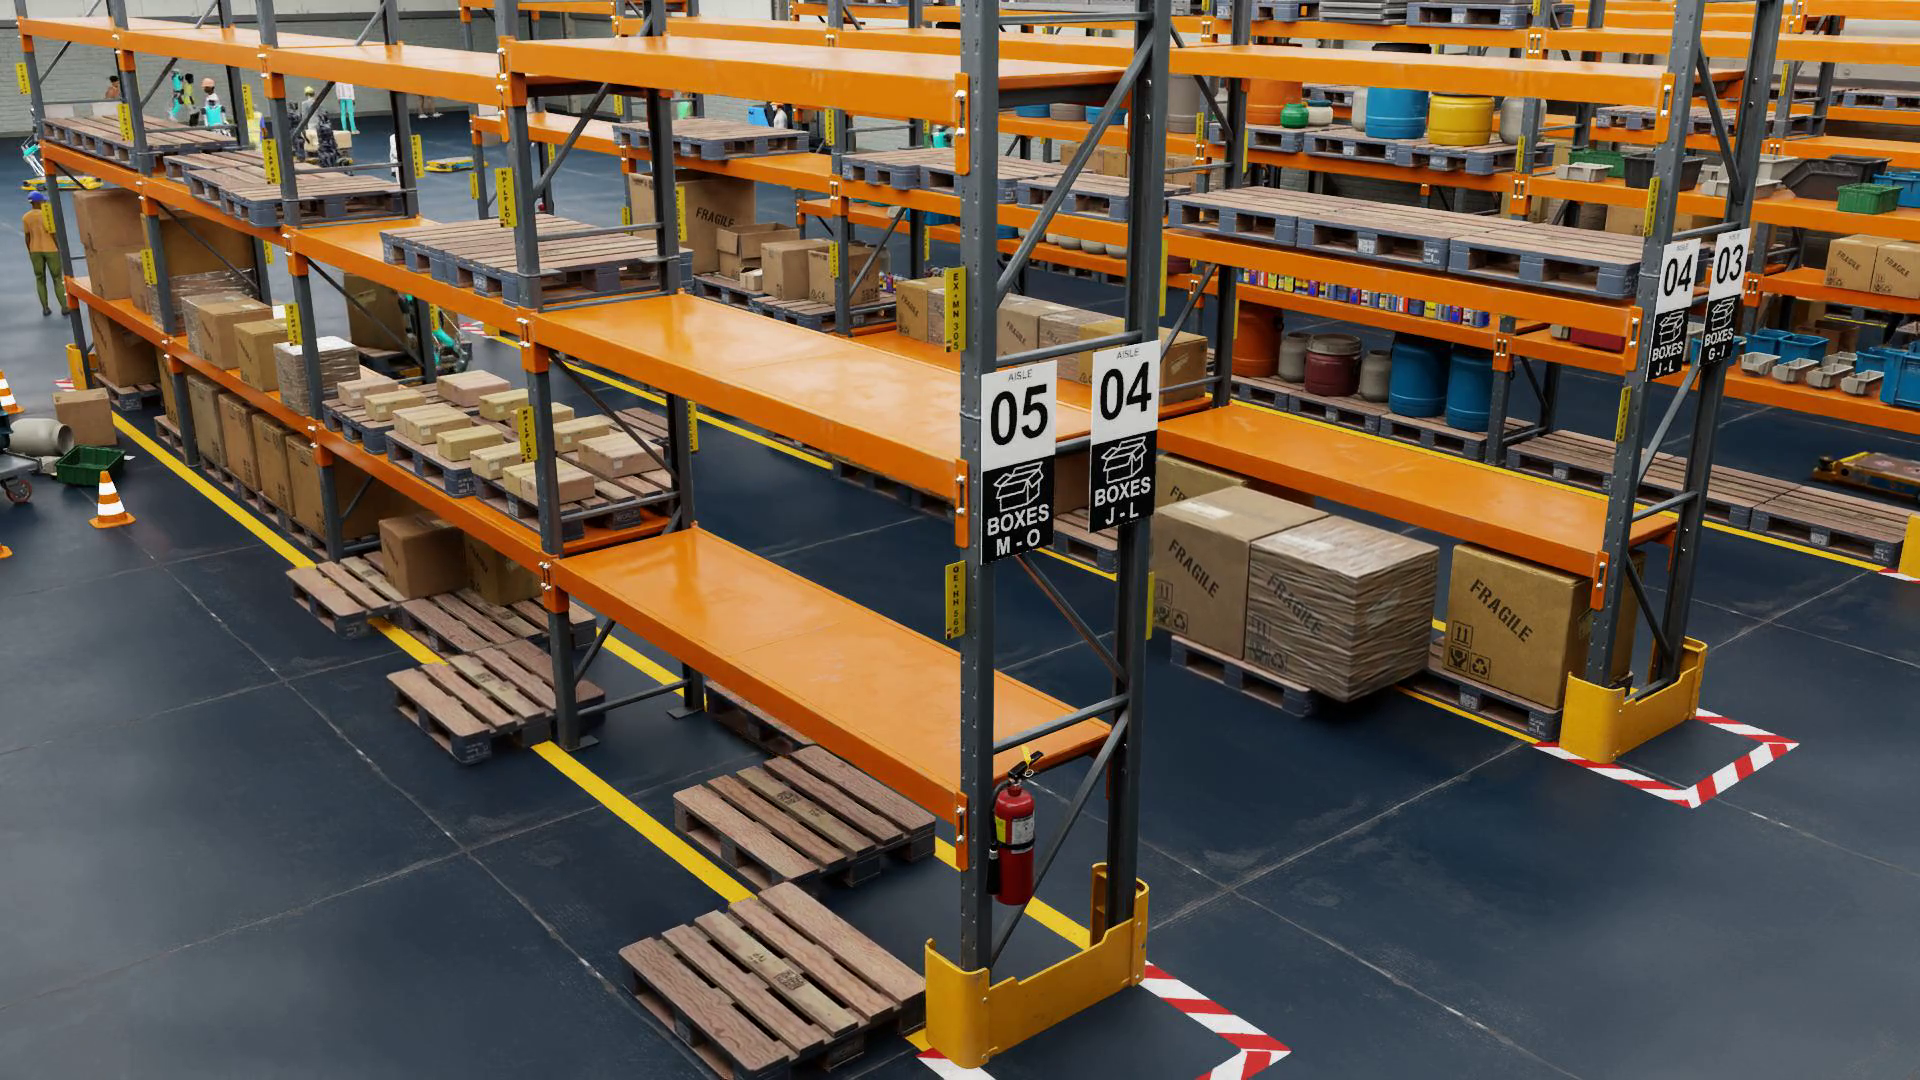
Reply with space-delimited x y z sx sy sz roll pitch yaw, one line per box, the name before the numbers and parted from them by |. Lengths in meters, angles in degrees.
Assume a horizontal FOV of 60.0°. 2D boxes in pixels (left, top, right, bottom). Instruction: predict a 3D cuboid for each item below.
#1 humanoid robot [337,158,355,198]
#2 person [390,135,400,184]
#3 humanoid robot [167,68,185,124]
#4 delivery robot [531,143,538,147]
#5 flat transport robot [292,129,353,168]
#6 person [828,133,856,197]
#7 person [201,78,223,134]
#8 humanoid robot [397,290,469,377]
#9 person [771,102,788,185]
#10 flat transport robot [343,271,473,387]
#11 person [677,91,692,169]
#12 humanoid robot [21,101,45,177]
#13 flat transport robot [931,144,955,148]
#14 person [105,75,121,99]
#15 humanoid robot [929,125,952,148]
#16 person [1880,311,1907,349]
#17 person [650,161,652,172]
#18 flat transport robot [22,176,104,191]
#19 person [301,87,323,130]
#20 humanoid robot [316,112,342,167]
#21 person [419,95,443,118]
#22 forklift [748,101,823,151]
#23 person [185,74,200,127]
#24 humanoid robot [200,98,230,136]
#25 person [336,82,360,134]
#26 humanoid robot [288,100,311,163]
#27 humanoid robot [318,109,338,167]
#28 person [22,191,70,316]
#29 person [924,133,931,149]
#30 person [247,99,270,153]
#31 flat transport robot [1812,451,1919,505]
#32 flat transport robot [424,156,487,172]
humanoid robot | -10.094 -5.534 27.665 0.609 1.630 0.804 9 21 24
person | -10.509 -6.998 31.419 0.582 1.882 0.349 8 21 21
humanoid robot | -22.194 -12.355 46.859 0.573 1.766 0.823 16 25 38
delivery robot | -11.254 -10.649 43.829 0.499 0.606 0.807 -12 23 -31
flat transport robot | -15.243 -9.037 39.654 0.659 0.231 1.431 7 21 20
person | -2.371 -7.729 33.740 0.571 1.713 0.894 -13 23 -32
person | -17.654 -9.881 39.385 0.384 2.045 0.604 -12 23 -31
humanoid robot | -5.809 -2.378 18.483 0.822 1.768 0.559 11 22 28
person | -3.914 -8.688 36.229 0.380 1.890 0.562 -3 20 -9
flat transport robot | -6.551 -2.050 19.772 0.659 0.231 1.431 -15 24 -37
person | -6.288 -9.490 38.424 0.596 1.937 0.432 18 26 41
humanoid robot | -20.581 -8.931 36.936 0.735 1.677 0.533 1 19 3
flat transport robot | -0.557 -7.538 35.389 0.659 0.231 1.431 -8 21 -21
person | -22.320 -11.285 43.728 0.760 1.817 0.834 -1 19 -4
humanoid robot | -0.188 -7.074 32.032 0.722 1.904 0.546 -18 26 -41
person | 11.908 -3.059 20.540 0.541 1.664 0.832 -18 26 -41
person | -5.049 -6.003 28.486 0.383 1.957 0.601 8 21 22
flat transport robot | -19.272 -7.653 35.715 1.431 0.231 0.659 -1 19 -3
person | -15.800 -10.162 40.612 0.366 1.754 0.570 15 25 37
humanoid robot | -13.375 -8.229 35.232 0.344 1.655 0.584 5 20 13
person | -16.464 -14.005 51.405 0.534 1.849 0.811 15 24 36
forklift | -4.526 -11.368 42.374 1.129 2.768 1.873 -15 24 -37
person | -21.493 -12.205 46.548 0.409 1.667 0.567 -6 20 -16
humanoid robot | -16.549 -8.960 37.245 0.553 1.793 0.739 -16 25 -38
person | -17.210 -12.353 46.612 0.496 1.915 0.350 3 20 8
humanoid robot | -15.051 -9.166 37.892 0.389 1.658 0.593 4 20 10
humanoid robot | -13.587 -8.429 35.779 0.599 1.657 0.315 18 26 42
person | -12.680 -3.975 23.067 0.455 1.715 0.367 -1 19 -4
person | -0.767 -7.500 33.056 0.478 1.743 0.341 -16 25 -38
person | -15.145 -8.553 35.877 0.545 1.870 0.725 2 19 5
flat transport robot | 8.835 -0.559 15.528 0.659 0.231 1.431 -14 24 -34
flat transport robot | -11.847 -8.807 39.001 0.659 0.231 1.431 11 22 28
